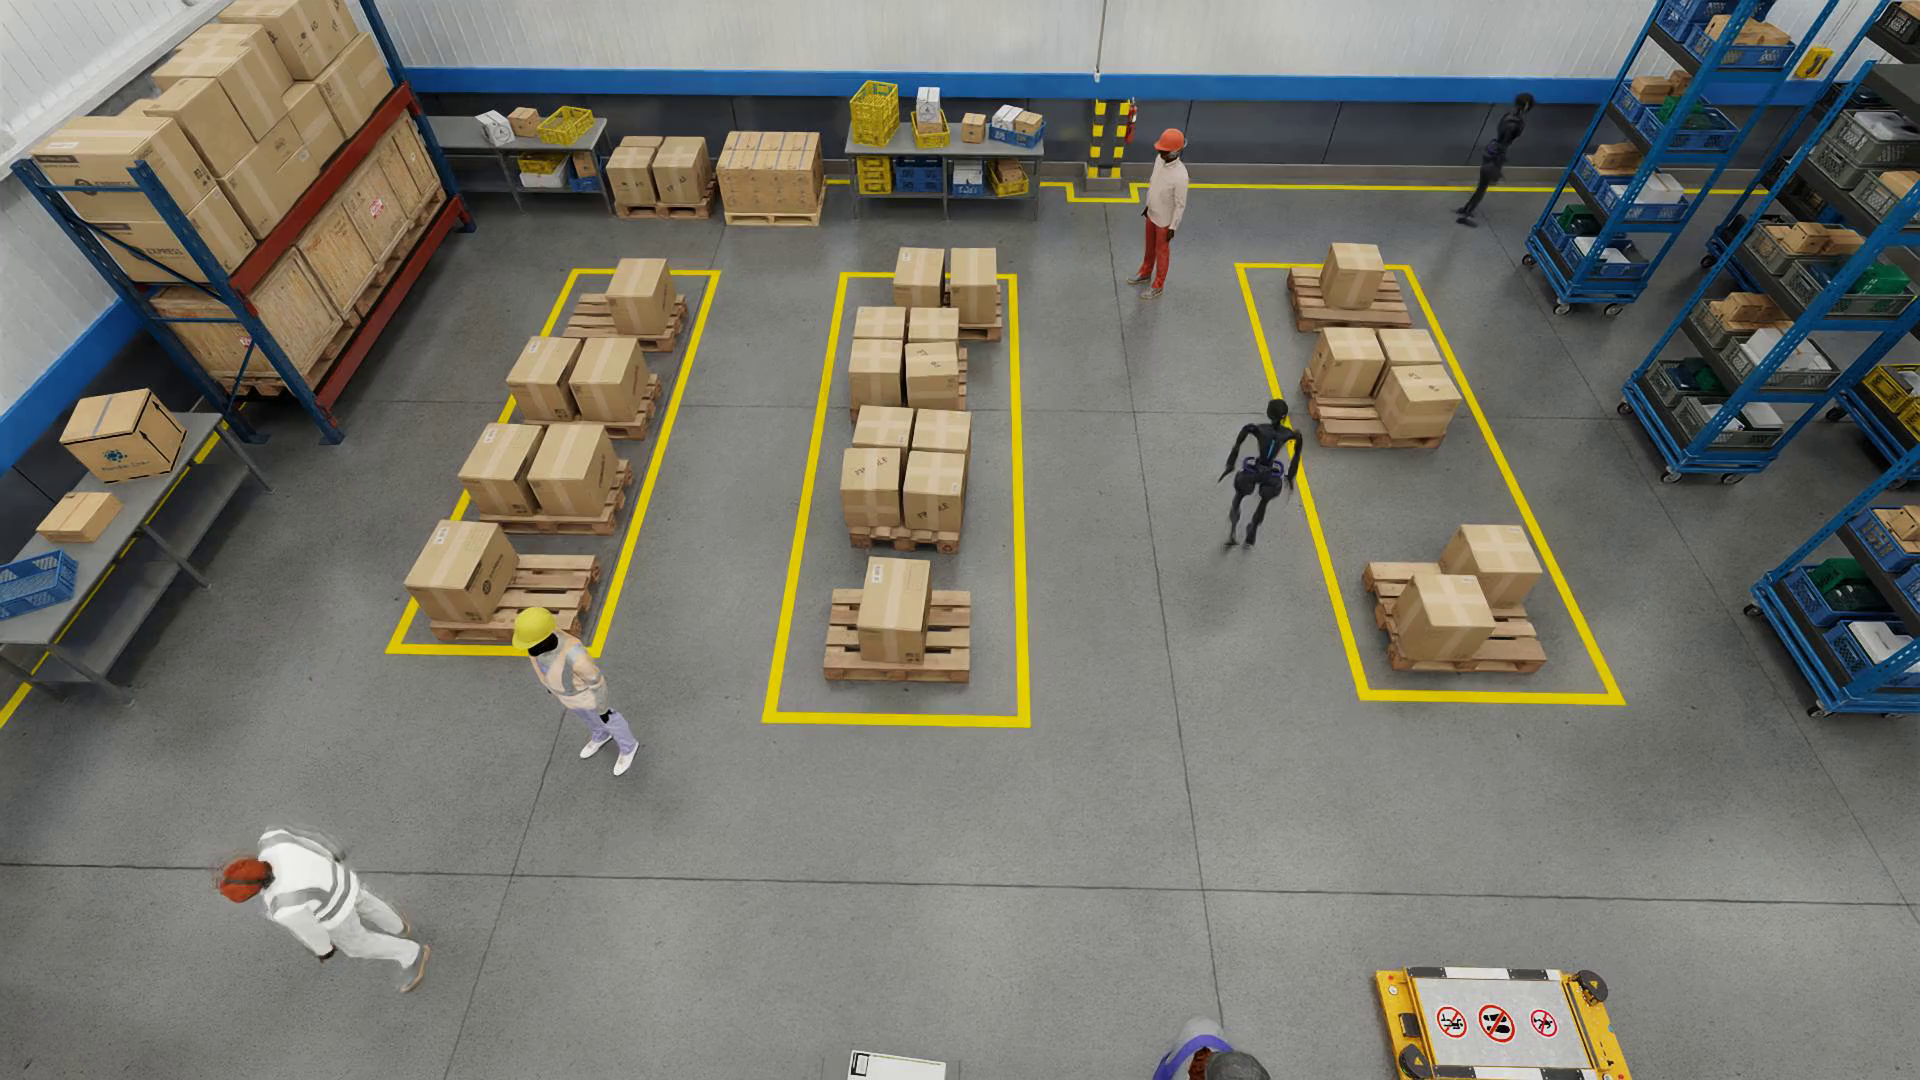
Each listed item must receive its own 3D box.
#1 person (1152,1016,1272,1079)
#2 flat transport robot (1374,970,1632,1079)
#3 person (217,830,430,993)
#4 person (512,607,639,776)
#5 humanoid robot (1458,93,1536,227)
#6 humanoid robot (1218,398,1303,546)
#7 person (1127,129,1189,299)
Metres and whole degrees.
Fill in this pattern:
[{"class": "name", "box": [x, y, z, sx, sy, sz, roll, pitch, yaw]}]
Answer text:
[{"class": "person", "box": [1.269, 3.032, 4.872, 0.535, 2.000, 0.678, 13, 52, 10]}, {"class": "flat transport robot", "box": [3.501, 3.133, 5.914, 1.431, 0.197, 0.652, 1, 51, 1]}, {"class": "person", "box": [-3.873, 2.238, 5.647, 0.340, 1.848, 0.675, -20, 53, -15]}, {"class": "person", "box": [-2.736, 1.075, 6.538, 0.586, 1.930, 0.361, 22, 54, 17]}, {"class": "humanoid robot", "box": [6.713, -4.733, 11.447, 0.390, 1.654, 0.587, 26, 55, 19]}, {"class": "humanoid robot", "box": [2.627, -0.537, 8.017, 0.672, 1.633, 0.478, 12, 52, 10]}, {"class": "person", "box": [2.262, -3.673, 10.369, 0.385, 1.990, 0.622, -17, 53, -13]}]
